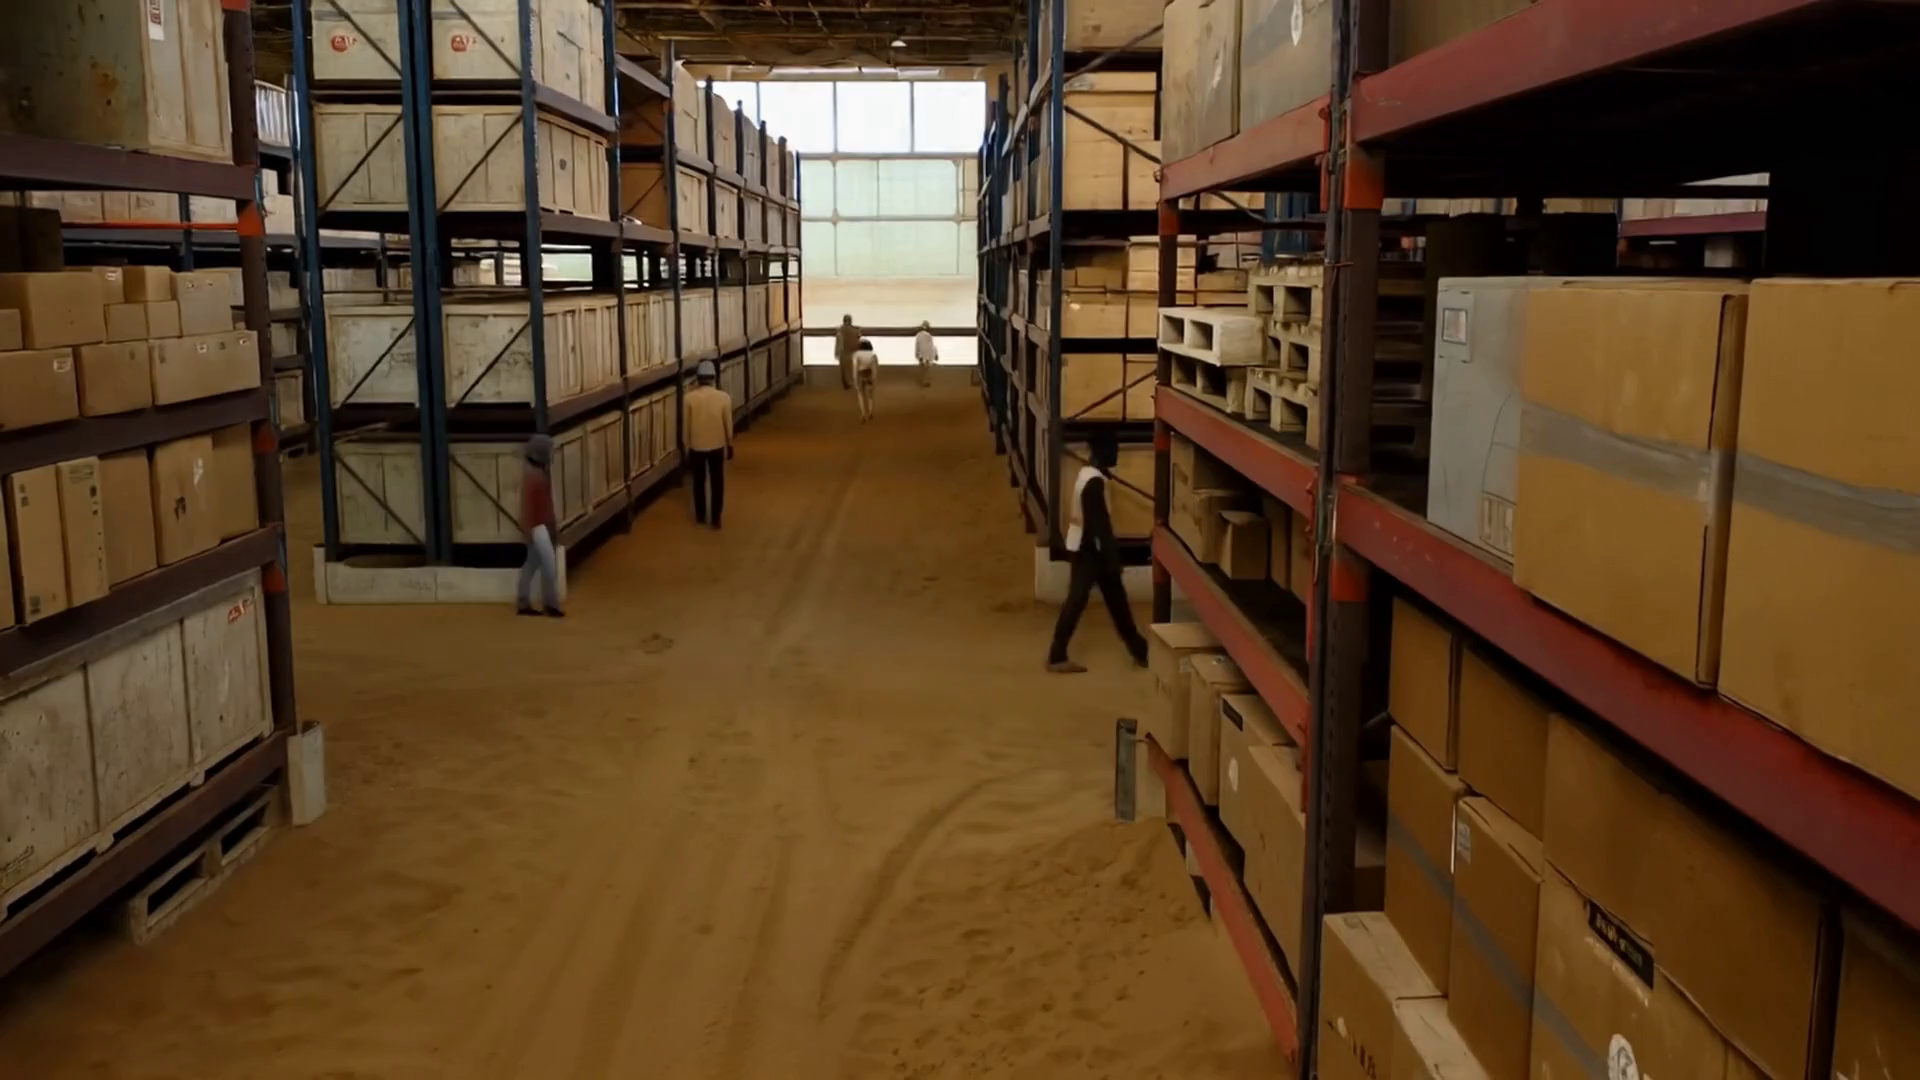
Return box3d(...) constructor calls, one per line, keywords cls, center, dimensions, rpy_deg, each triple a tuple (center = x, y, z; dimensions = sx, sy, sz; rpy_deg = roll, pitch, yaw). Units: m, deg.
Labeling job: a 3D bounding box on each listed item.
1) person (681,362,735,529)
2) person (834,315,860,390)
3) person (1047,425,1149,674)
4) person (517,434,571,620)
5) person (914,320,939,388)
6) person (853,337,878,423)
box3d(cls="person", center=(-2.953, -1.111, 19.545), dimensions=(0.632, 1.950, 0.940), rpy_deg=(-2, 9, -13))
box3d(cls="person", center=(-2.823, -4.682, 41.605), dimensions=(0.649, 1.889, 0.445), rpy_deg=(-1, 9, -7))
box3d(cls="person", center=(1.110, 0.090, 12.389), dimensions=(0.982, 1.874, 0.598), rpy_deg=(1, 9, 9))
box3d(cls="person", center=(-3.593, -0.110, 14.399), dimensions=(0.623, 1.607, 0.522), rpy_deg=(0, 9, -1))
box3d(cls="person", center=(-0.836, -4.754, 42.521), dimensions=(0.578, 1.723, 0.711), rpy_deg=(7, 12, 38))
box3d(cls="person", center=(-1.870, -3.166, 32.884), dimensions=(0.504, 1.695, 0.891), rpy_deg=(0, 9, -3))
